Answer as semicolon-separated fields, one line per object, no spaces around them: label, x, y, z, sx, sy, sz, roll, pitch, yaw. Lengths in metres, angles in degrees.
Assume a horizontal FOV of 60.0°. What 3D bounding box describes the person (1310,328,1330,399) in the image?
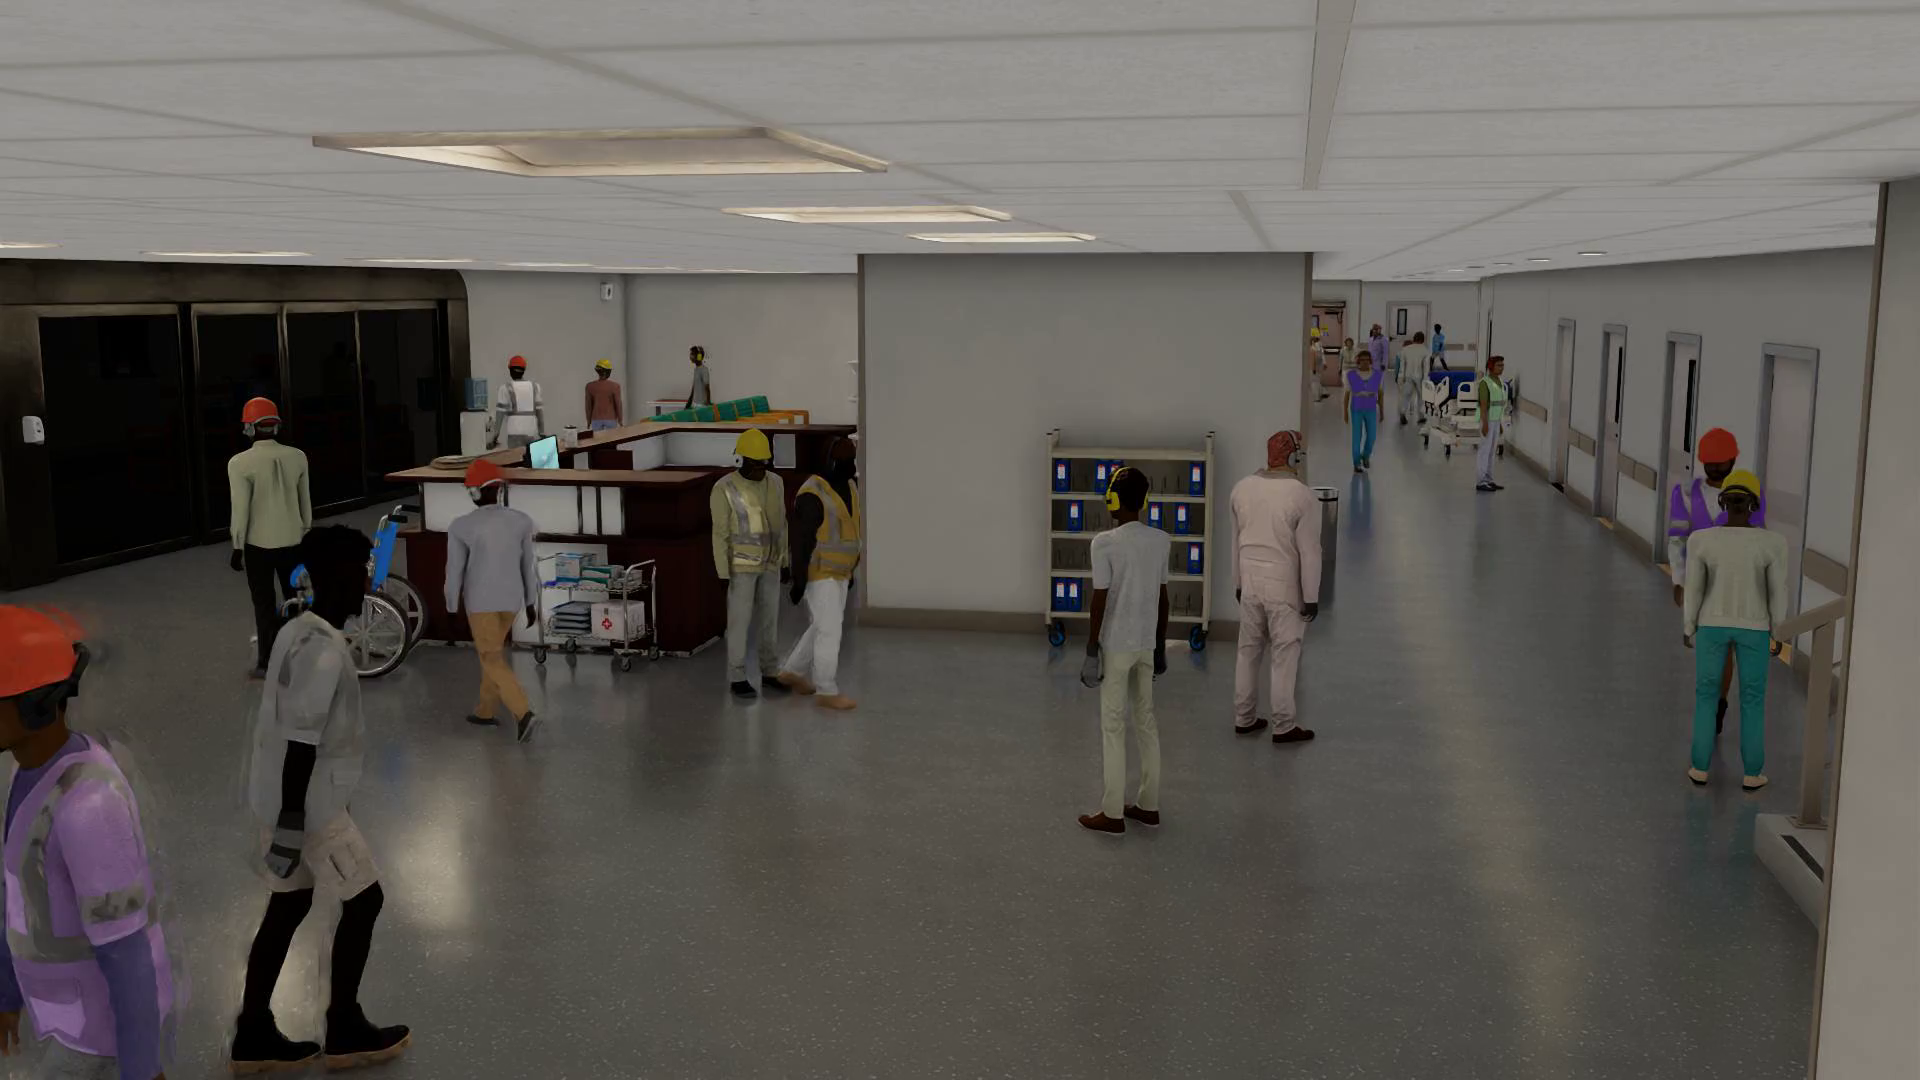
person;8.863;-4.407;41.629;0.950;1.772;0.575;8;12;44

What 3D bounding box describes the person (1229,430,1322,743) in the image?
person;1.935;0.280;10.108;0.399;1.901;0.648;-8;12;-42

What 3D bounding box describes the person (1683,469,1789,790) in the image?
person;4.255;0.492;9.153;0.522;1.760;0.331;5;10;28

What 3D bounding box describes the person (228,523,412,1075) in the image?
person;-2.271;0.909;5.827;0.720;1.917;0.623;-5;10;-32

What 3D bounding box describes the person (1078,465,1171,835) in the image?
person;0.834;0.556;8.401;0.509;1.862;0.324;-6;11;-36

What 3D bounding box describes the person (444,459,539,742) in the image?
person;-2.827;0.364;10.153;0.836;1.719;0.561;8;11;41

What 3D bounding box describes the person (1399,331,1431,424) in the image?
person;9.248;-3.299;33.858;0.640;1.908;0.965;6;11;36

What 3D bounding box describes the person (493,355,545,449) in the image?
person;-5.585;-1.373;21.022;0.683;1.907;0.519;-8;11;-41

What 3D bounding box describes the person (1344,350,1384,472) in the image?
person;6.065;-1.935;24.989;0.615;1.835;0.435;0;9;2

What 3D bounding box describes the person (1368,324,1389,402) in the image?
person;10.103;-4.293;40.411;0.399;1.909;0.642;-4;10;-26

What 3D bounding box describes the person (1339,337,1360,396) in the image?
person;9.413;-4.105;40.157;0.524;1.602;0.689;2;9;13

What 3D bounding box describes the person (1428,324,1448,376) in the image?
person;15.080;-5.983;52.467;0.865;1.651;0.545;-3;9;-19

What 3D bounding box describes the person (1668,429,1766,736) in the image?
person;4.667;0.252;10.323;0.543;1.875;1.016;6;10;33

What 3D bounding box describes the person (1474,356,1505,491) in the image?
person;7.240;-1.593;22.709;0.390;1.843;0.564;7;11;38

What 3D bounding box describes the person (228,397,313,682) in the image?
person;-4.828;-0.002;11.645;0.396;1.992;0.622;6;10;33

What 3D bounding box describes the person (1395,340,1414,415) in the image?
person;9.789;-3.558;36.454;0.509;1.629;0.315;0;9;1

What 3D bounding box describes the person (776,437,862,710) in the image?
person;-0.961;0.209;10.921;0.682;1.805;0.645;3;9;21

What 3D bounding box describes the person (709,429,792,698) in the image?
person;-1.395;0.155;11.207;0.601;1.818;0.403;-8;12;-43

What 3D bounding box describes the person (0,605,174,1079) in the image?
person;-2.140;1.142;3.986;0.584;2.018;0.645;-6;10;-33

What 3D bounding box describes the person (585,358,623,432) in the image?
person;-5.049;-1.693;23.636;0.530;1.765;0.325;0;9;3
